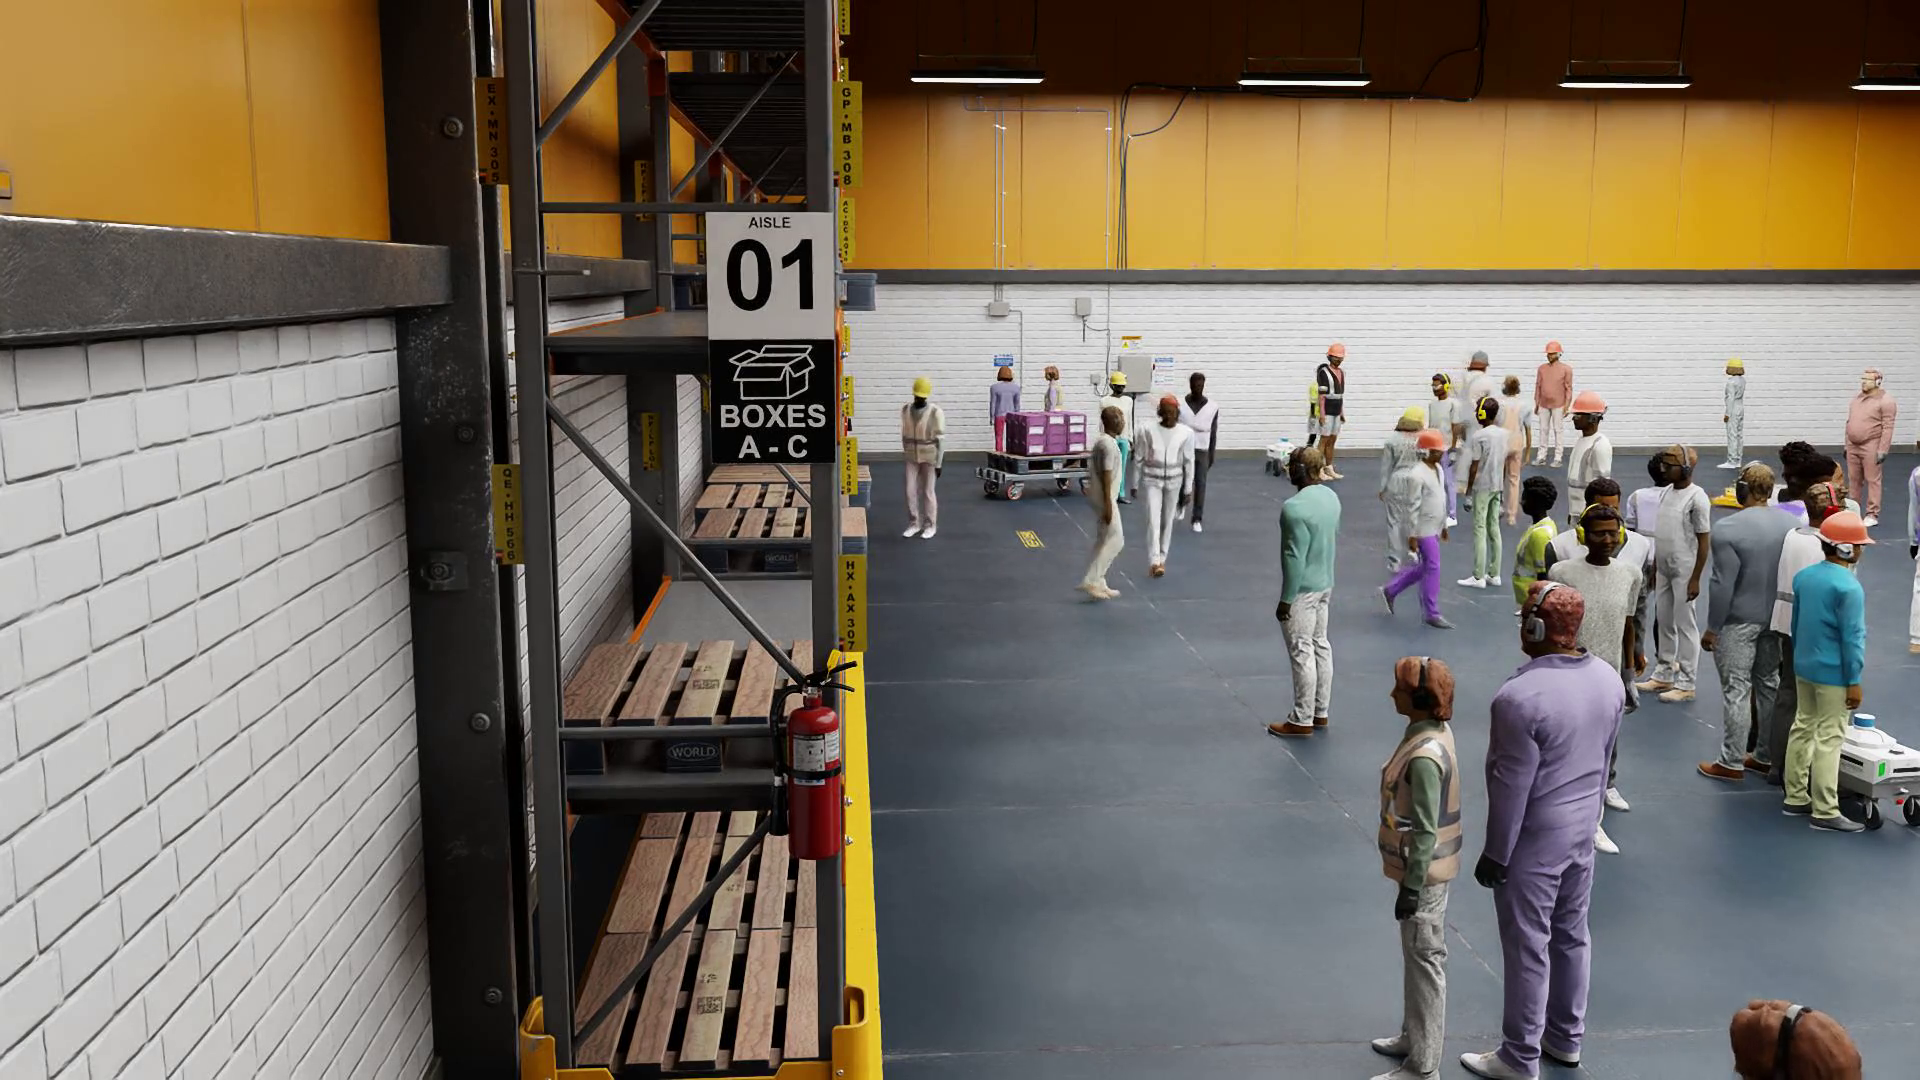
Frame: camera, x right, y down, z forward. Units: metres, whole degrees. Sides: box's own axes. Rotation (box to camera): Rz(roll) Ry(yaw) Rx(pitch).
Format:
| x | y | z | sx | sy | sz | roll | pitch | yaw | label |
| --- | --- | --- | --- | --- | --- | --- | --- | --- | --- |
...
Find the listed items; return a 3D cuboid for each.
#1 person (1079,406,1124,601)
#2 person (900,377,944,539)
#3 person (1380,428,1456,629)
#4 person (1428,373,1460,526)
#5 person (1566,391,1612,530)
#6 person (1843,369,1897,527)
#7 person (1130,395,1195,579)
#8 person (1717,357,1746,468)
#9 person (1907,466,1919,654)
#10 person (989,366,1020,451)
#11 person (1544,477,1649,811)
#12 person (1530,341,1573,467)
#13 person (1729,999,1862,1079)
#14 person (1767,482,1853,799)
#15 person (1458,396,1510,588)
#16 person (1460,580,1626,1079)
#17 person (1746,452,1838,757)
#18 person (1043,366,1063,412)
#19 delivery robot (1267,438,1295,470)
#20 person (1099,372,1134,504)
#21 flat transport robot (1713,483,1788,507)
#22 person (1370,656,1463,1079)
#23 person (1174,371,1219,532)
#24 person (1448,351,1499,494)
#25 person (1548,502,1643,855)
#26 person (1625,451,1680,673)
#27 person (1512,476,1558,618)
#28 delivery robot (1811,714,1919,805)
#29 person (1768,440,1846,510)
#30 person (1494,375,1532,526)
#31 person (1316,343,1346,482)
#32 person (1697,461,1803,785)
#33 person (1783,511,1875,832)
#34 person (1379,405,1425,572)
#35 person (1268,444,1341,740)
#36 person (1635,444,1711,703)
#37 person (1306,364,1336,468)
| x | y | z | sx | sy | sz | roll | pitch | yaw | label |
| --- | --- | --- | --- | --- | --- | --- | --- | --- | --- |
| 1.335 | -0.336 | 15.547 | 0.458 | 1.818 | 0.566 | -1 | 9 | -6 | person |
| -0.418 | -0.932 | 19.056 | 0.601 | 1.879 | 0.621 | 4 | 10 | 26 | person |
| 4.009 | -0.119 | 14.433 | 0.670 | 1.729 | 0.574 | 6 | 11 | 33 | person |
| 5.841 | -1.090 | 20.155 | 0.332 | 1.858 | 0.517 | -5 | 10 | -27 | person |
| 5.363 | -0.255 | 14.309 | 0.375 | 2.044 | 0.605 | 0 | 9 | 2 | person |
| 10.961 | -1.119 | 20.152 | 0.408 | 1.913 | 0.642 | -3 | 9 | -17 | person |
| 2.028 | -0.516 | 16.581 | 0.627 | 1.833 | 0.975 | 0 | 9 | -1 | person |
| 12.177 | -2.001 | 26.212 | 0.485 | 1.744 | 0.308 | -8 | 12 | -41 | person |
| 7.832 | 0.033 | 13.173 | 0.428 | 1.836 | 0.623 | -6 | 11 | -33 | person |
| 0.701 | -1.912 | 26.027 | 0.493 | 1.624 | 0.280 | -3 | 10 | -18 | person |
| 3.588 | 0.587 | 9.453 | 0.590 | 1.910 | 0.387 | 0 | 9 | -3 | person |
| 9.366 | -2.144 | 26.322 | 0.395 | 1.993 | 0.614 | -7 | 12 | -39 | person |
| 1.629 | 1.702 | 3.291 | 0.312 | 1.636 | 0.520 | 4 | 10 | 24 | person |
| 4.955 | 0.578 | 9.695 | 0.389 | 1.847 | 0.567 | -2 | 9 | -11 | person |
| 5.115 | -0.465 | 16.198 | 0.507 | 1.863 | 0.331 | -6 | 11 | -32 | person |
| 2.173 | 1.096 | 6.254 | 0.643 | 1.909 | 0.410 | -6 | 11 | -35 | person |
| 5.239 | 0.411 | 10.503 | 0.662 | 1.924 | 0.650 | 0 | 9 | 0 | person |
| 1.450 | -1.885 | 25.843 | 0.316 | 1.631 | 0.519 | 1 | 9 | 6 | person |
| 4.948 | -1.316 | 25.338 | 0.477 | 0.478 | 0.707 | -2 | 9 | -10 | delivery robot |
| 2.072 | -1.336 | 21.968 | 0.529 | 1.768 | 0.312 | -5 | 10 | -30 | person |
| 10.644 | -0.598 | 22.009 | 1.431 | 0.197 | 0.652 | -7 | 12 | -39 | flat transport robot |
| 1.709 | 1.235 | 6.210 | 0.310 | 1.642 | 0.514 | 3 | 9 | 17 | person |
| 2.779 | -1.071 | 19.869 | 0.602 | 1.904 | 0.645 | 1 | 9 | 3 | person |
| 7.219 | -1.679 | 23.257 | 1.003 | 2.000 | 0.712 | -6 | 11 | -32 | person |
| 3.307 | 0.724 | 8.704 | 0.520 | 1.873 | 0.335 | 0 | 9 | -2 | person |
| 5.332 | 0.167 | 12.743 | 0.322 | 1.697 | 0.535 | -5 | 10 | -28 | person |
| 3.878 | 0.414 | 11.194 | 0.319 | 1.695 | 0.538 | 3 | 10 | 19 | person |
| 5.084 | 1.226 | 9.378 | 0.477 | 0.478 | 0.707 | -2 | 9 | -11 | delivery robot |
| 5.482 | 0.314 | 10.992 | 0.611 | 1.958 | 0.391 | 8 | 12 | 41 | person |
| 6.602 | -1.067 | 20.058 | 0.562 | 1.832 | 0.385 | 1 | 9 | 6 | person |
| 5.505 | -1.884 | 24.550 | 0.609 | 2.040 | 0.394 | -9 | 12 | -43 | person |
| 4.704 | 0.494 | 9.933 | 0.629 | 1.940 | 0.378 | -3 | 10 | -18 | person |
| 4.794 | 0.710 | 9.150 | 0.329 | 1.753 | 0.560 | -1 | 9 | -3 | person |
| 4.532 | -0.509 | 16.903 | 0.507 | 1.714 | 0.435 | 1 | 9 | 8 | person |
| 2.267 | 0.336 | 10.924 | 0.355 | 1.938 | 0.636 | 7 | 11 | 36 | person |
| 5.102 | 0.236 | 11.844 | 0.336 | 1.844 | 0.508 | -2 | 9 | -10 | person |
| 5.653 | -1.929 | 26.017 | 0.542 | 1.660 | 0.598 | -7 | 11 | -35 | person |
